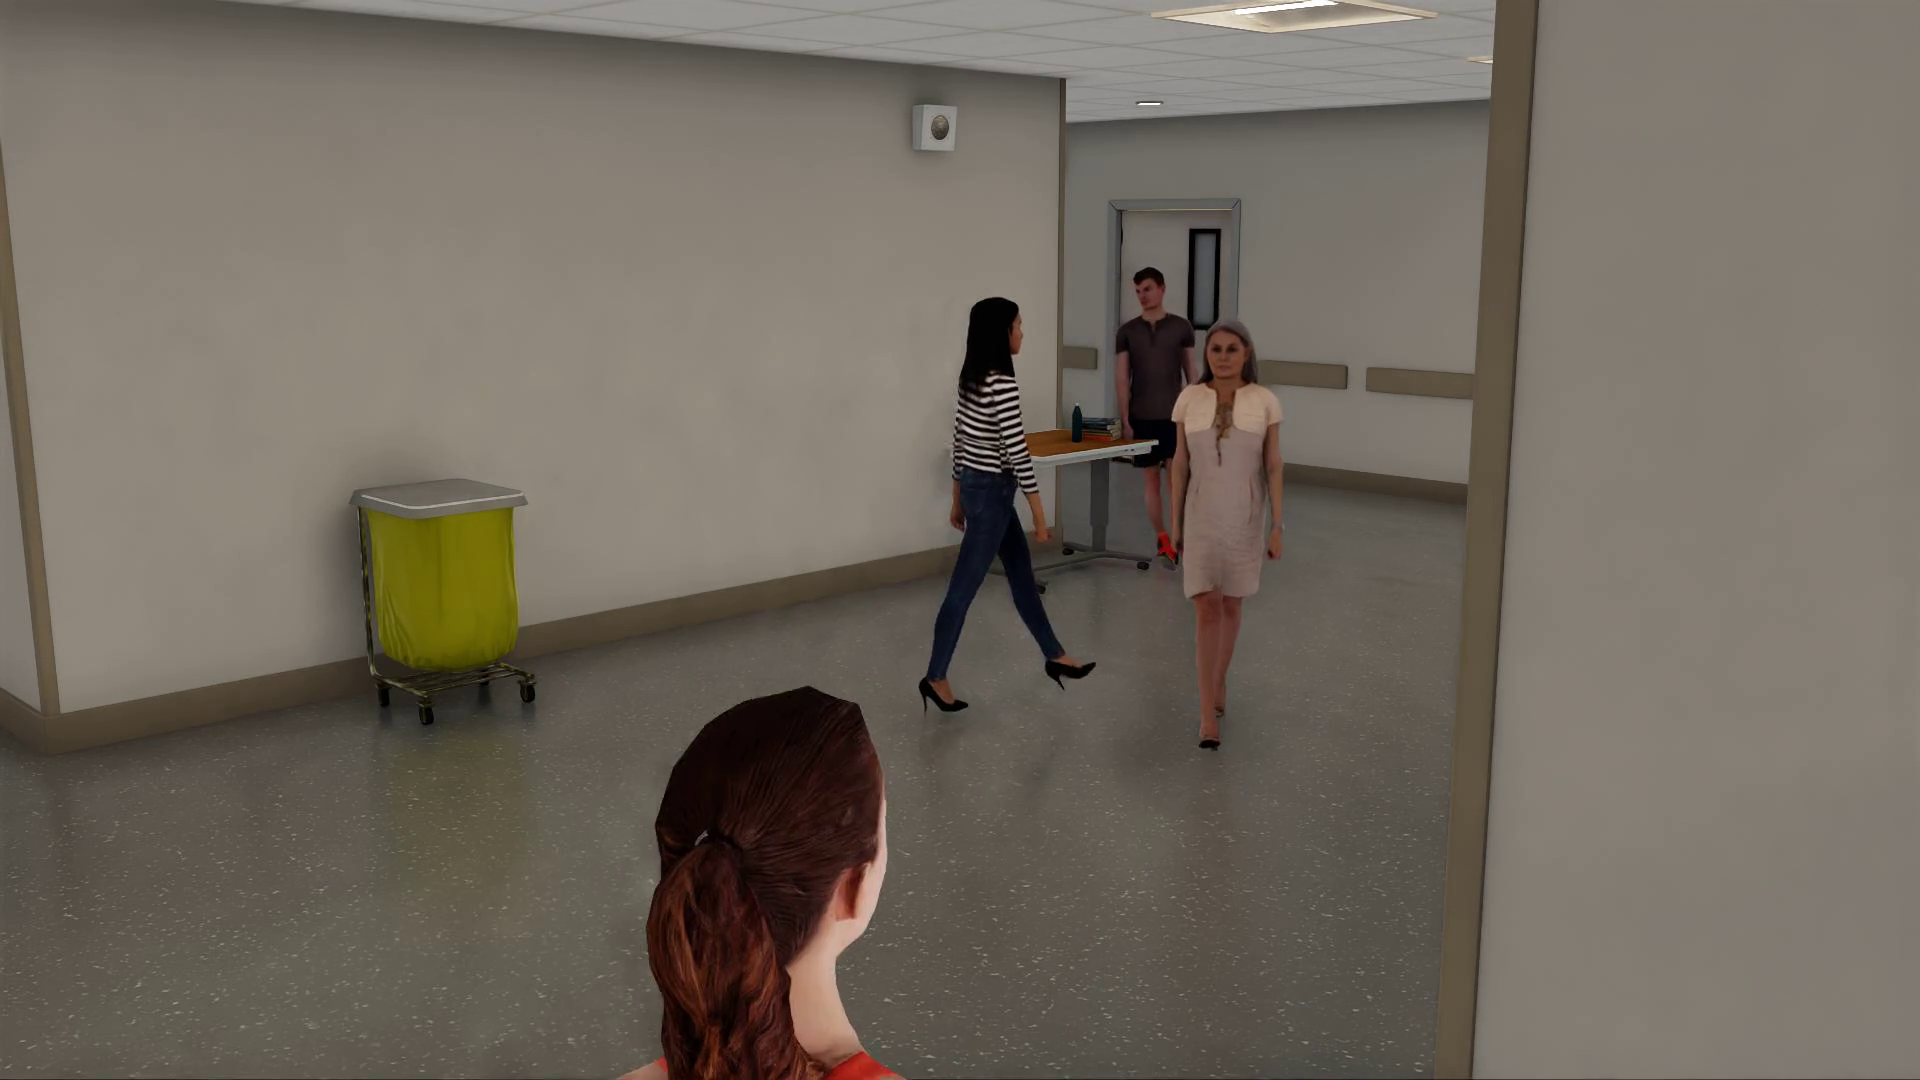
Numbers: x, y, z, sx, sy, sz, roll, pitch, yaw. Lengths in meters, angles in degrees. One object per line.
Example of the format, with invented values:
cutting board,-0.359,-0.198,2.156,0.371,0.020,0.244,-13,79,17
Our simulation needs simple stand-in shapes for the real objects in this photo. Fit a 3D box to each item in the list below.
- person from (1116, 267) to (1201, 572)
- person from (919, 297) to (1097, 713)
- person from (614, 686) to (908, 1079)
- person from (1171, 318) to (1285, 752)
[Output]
person,1.215,-0.723,10.210,1.205,1.799,1.184,1,11,5
person,0.029,-0.096,6.986,0.976,1.753,1.103,-4,12,-21
person,-0.146,0.991,1.335,0.728,1.739,0.770,3,11,15
person,1.087,-0.019,6.809,1.145,1.684,1.090,2,11,9
